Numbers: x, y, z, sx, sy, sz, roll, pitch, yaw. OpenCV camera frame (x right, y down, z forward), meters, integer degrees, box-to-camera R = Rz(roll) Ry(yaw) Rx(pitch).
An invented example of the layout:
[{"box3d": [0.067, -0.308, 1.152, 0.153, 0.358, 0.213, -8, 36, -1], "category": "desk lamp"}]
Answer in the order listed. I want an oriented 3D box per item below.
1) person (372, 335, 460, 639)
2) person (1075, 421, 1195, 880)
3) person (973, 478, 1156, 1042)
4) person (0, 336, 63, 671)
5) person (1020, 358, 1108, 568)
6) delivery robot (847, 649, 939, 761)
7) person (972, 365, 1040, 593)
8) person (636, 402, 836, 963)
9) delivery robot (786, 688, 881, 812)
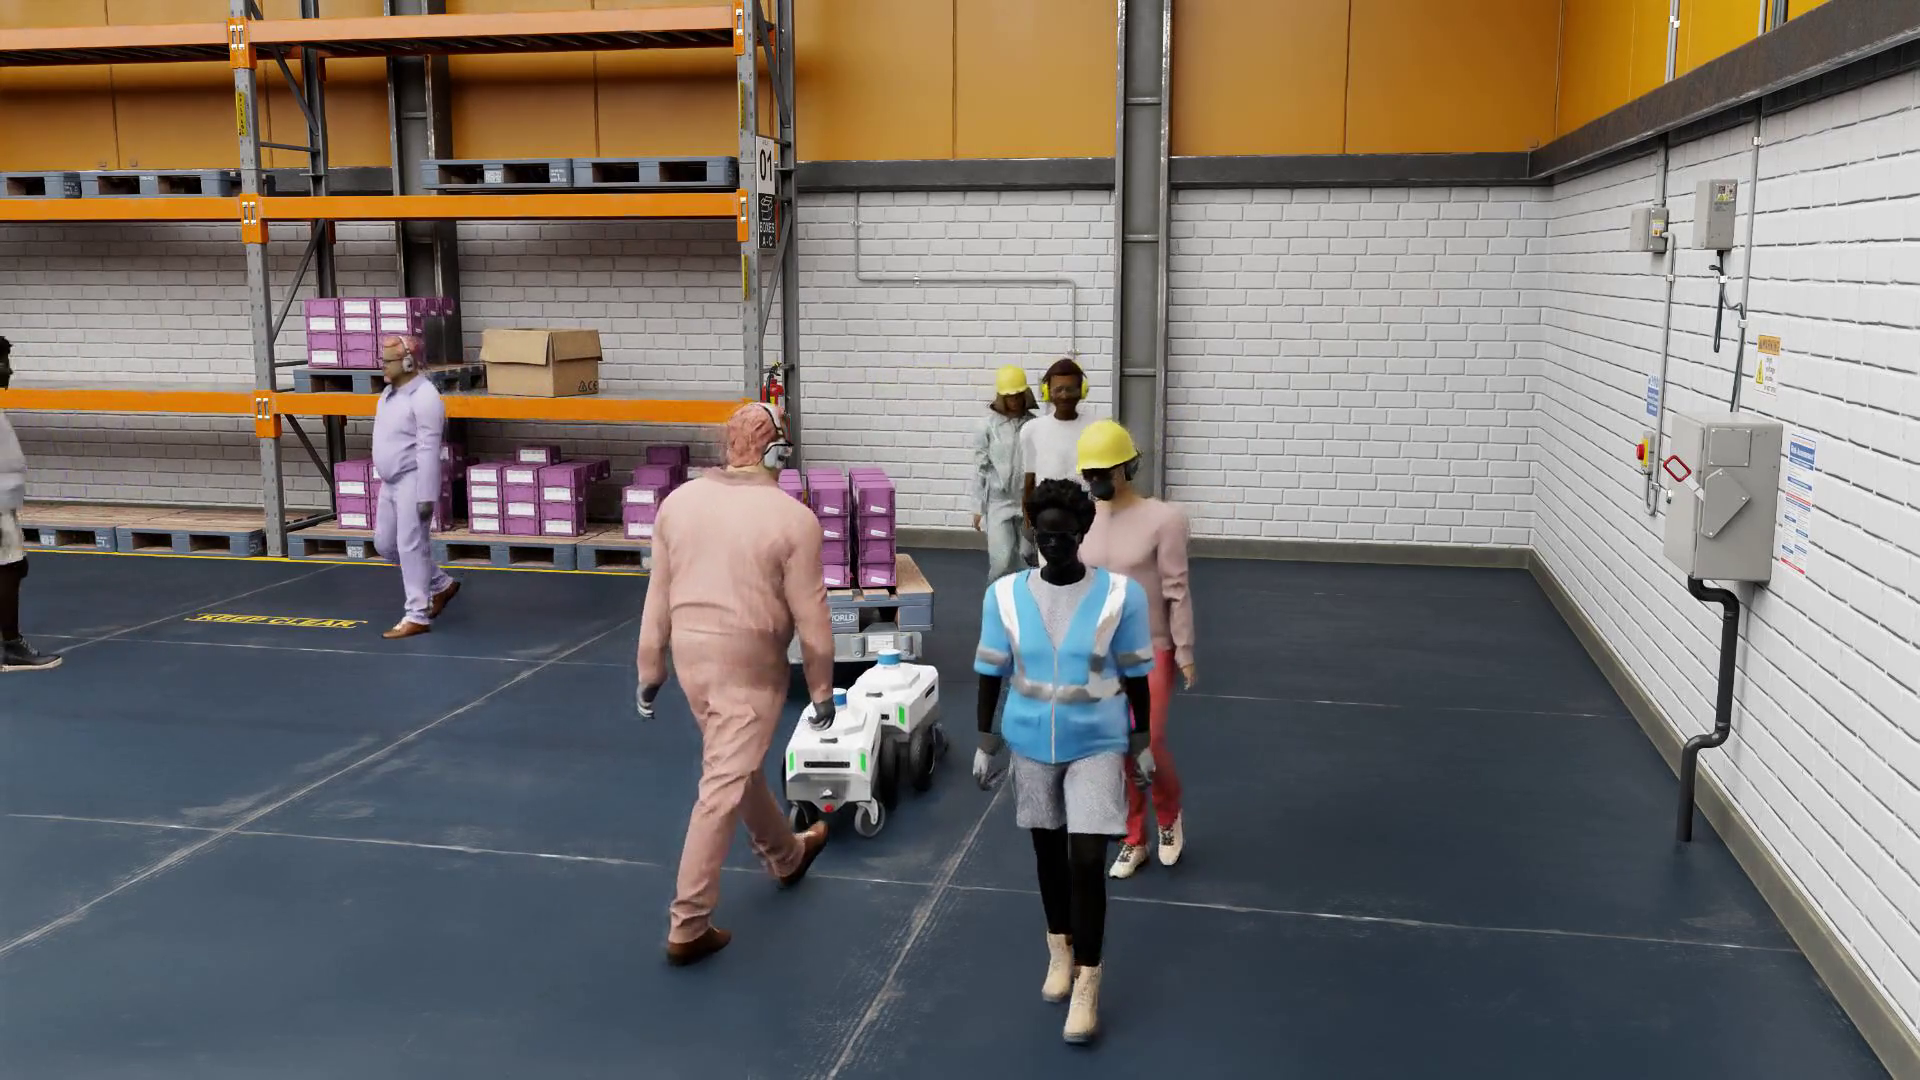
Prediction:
[{"box3d": [-3.405, -0.334, 10.373, 0.490, 1.890, 0.648, -9, 13, -42], "category": "person"}, {"box3d": [0.611, 0.418, 6.256, 0.549, 1.739, 0.379, 6, 11, 32], "category": "person"}, {"box3d": [0.287, 0.654, 5.037, 0.561, 1.672, 0.665, 3, 10, 18], "category": "person"}, {"box3d": [-5.548, -0.204, 9.409, 0.625, 1.946, 0.613, -4, 10, -21], "category": "person"}, {"box3d": [0.572, -0.061, 8.930, 0.512, 1.838, 0.809, 0, 9, -1], "category": "person"}, {"box3d": [-0.326, 0.743, 7.614, 0.477, 0.478, 0.707, 2, 10, 12], "category": "delivery robot"}, {"box3d": [0.334, -0.200, 10.041, 0.557, 1.721, 0.434, -3, 10, -19], "category": "person"}, {"box3d": [-0.727, 0.456, 5.762, 0.673, 1.849, 1.047, 6, 11, 32], "category": "person"}, {"box3d": [-0.518, 0.860, 6.913, 0.477, 0.478, 0.707, 0, 9, 1], "category": "delivery robot"}]
